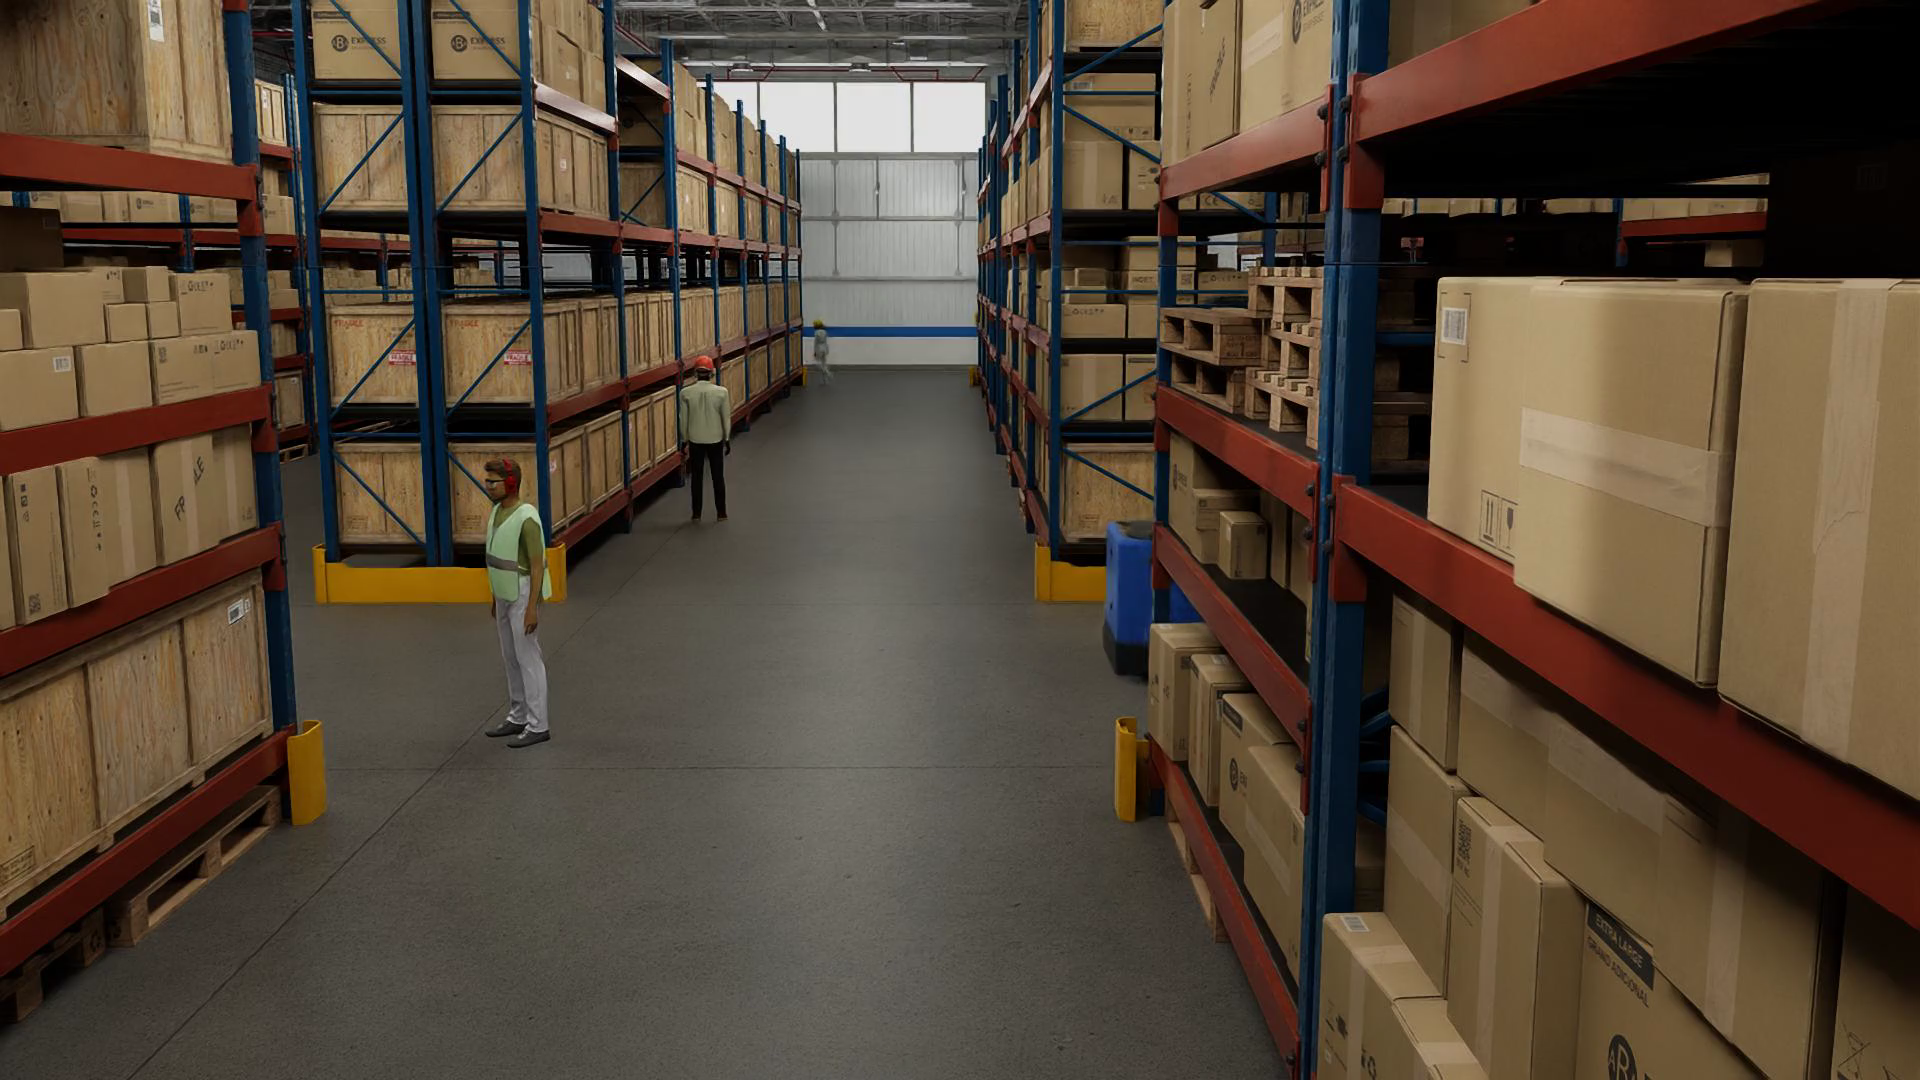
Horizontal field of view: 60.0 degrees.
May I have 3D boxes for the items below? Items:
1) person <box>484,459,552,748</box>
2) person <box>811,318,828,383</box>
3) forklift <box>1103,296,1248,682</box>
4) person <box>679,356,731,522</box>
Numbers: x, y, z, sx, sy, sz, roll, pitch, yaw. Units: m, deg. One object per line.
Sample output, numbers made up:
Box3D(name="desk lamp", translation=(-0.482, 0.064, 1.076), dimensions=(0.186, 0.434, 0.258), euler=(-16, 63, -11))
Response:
Box3D(name="person", translation=(-2.819, 0.392, 10.619), dimensions=(0.373, 1.843, 0.570), euler=(-7, 12, -38))
Box3D(name="person", translation=(-3.699, -4.997, 44.011), dimensions=(0.417, 1.719, 0.593), euler=(5, 11, 29))
Box3D(name="forklift", translation=(2.062, -0.415, 12.403), dimensions=(1.873, 2.768, 1.129), euler=(0, 9, -1))
Box3D(name="person", translation=(-3.057, -1.203, 19.983), dimensions=(0.622, 1.992, 0.418), euler=(-1, 9, -7))
